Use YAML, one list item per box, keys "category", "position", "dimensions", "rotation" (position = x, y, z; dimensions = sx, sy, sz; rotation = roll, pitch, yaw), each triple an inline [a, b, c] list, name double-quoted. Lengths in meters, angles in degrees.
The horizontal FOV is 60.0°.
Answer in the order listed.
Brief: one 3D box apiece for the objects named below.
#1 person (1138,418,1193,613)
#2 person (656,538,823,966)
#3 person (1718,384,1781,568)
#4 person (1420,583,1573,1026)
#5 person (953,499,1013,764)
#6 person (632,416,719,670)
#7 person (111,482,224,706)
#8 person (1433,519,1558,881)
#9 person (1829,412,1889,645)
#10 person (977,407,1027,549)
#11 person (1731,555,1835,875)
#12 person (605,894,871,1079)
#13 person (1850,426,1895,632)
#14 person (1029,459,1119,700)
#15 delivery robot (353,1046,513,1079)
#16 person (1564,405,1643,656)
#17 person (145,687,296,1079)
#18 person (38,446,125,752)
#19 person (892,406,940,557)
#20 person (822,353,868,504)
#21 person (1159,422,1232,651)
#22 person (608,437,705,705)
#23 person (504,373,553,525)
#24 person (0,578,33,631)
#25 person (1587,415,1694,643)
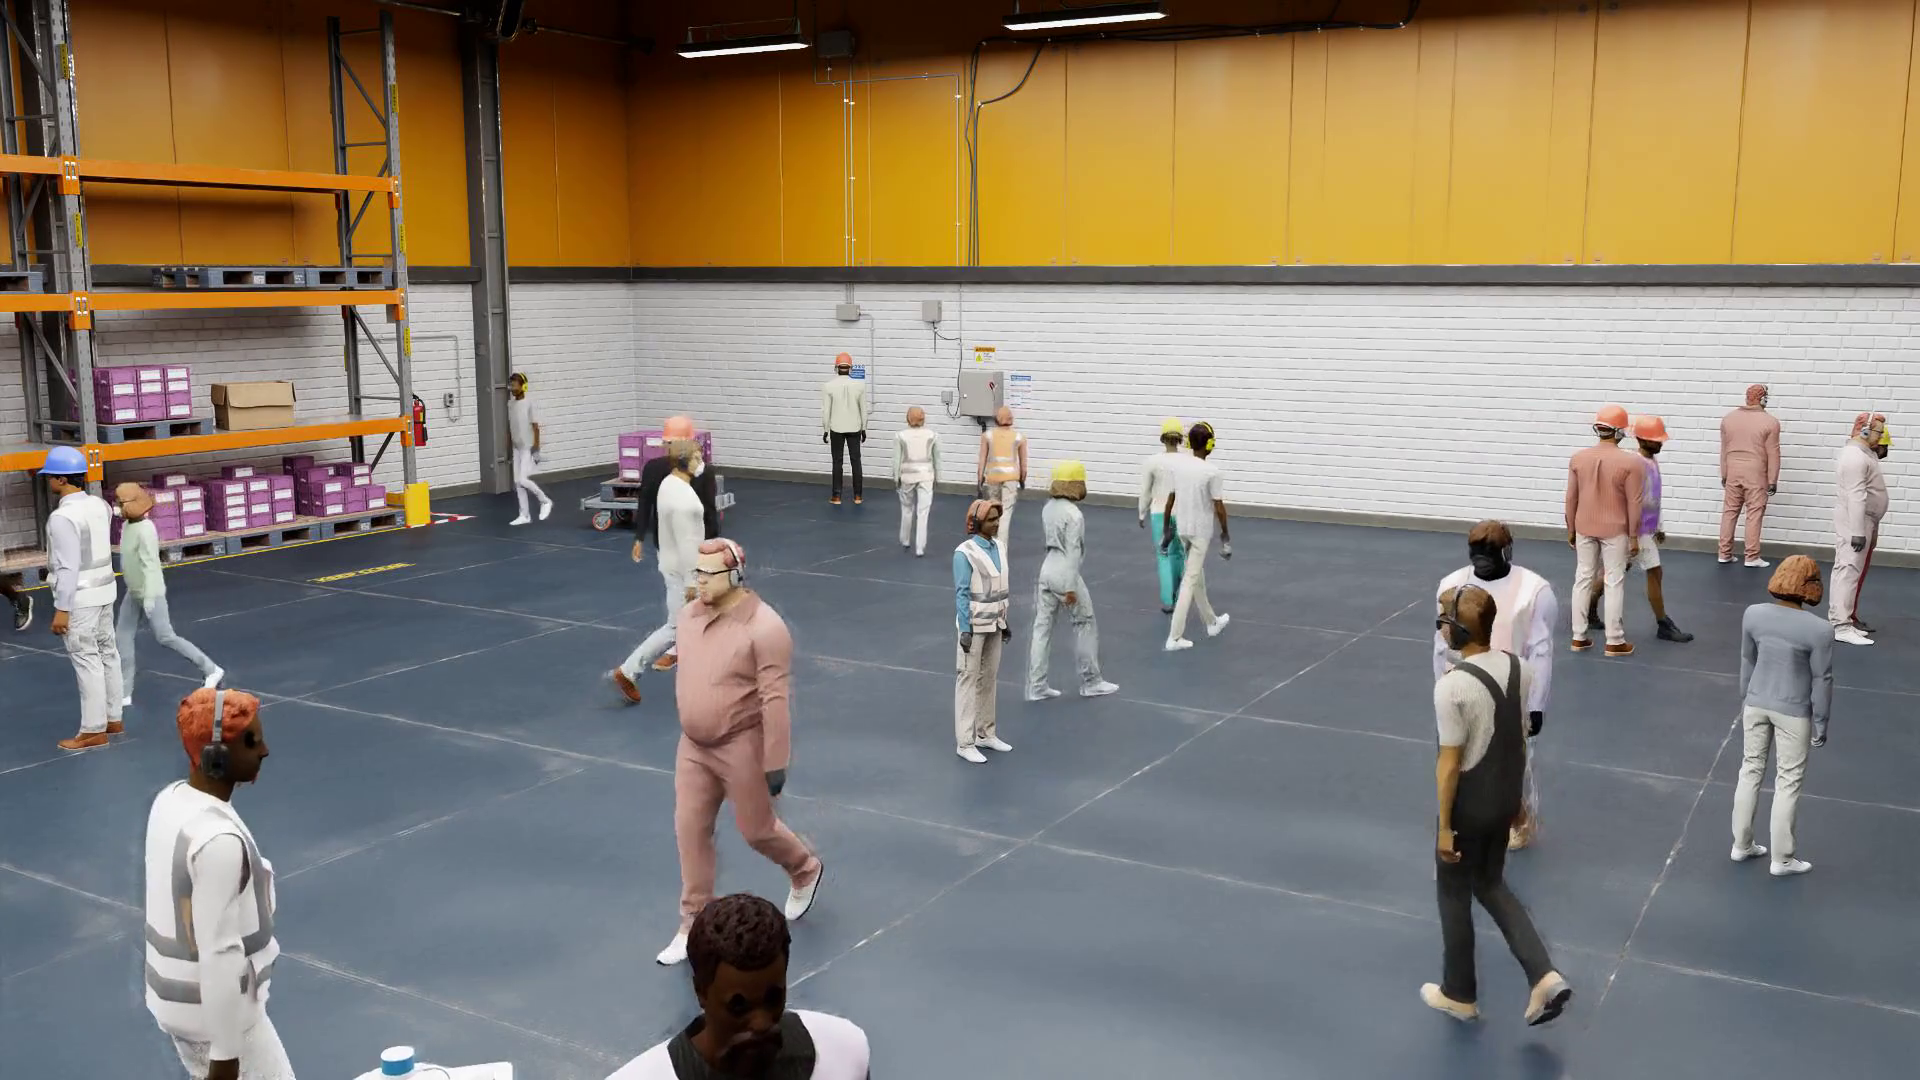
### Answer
- category: "person"
  position: [1.886, -0.243, 15.080]
  dimensions: [0.548, 1.724, 0.852]
  rotation: [0, 9, -2]
- category: "person"
  position: [-0.999, 0.905, 7.491]
  dimensions: [0.651, 1.881, 0.857]
  rotation: [6, 11, 34]
- category: "person"
  position: [8.183, -0.664, 17.219]
  dimensions: [0.403, 1.900, 0.644]
  rotation: [-6, 11, -34]
- category: "person"
  position: [2.095, 1.080, 6.567]
  dimensions: [0.551, 1.826, 0.588]
  rotation: [-5, 10, -30]
- category: "person"
  position: [0.140, 0.554, 10.407]
  dimensions: [0.309, 1.641, 0.512]
  rotation: [6, 11, 33]
- category: "person"
  position: [-2.177, -0.022, 13.061]
  dimensions: [0.620, 1.953, 0.998]
  rotation: [3, 10, 20]
- category: "person"
  position: [-5.668, 0.371, 11.703]
  dimensions: [0.505, 1.599, 0.813]
  rotation: [9, 13, 44]
- category: "person"
  position: [2.713, 0.778, 8.480]
  dimensions: [0.617, 1.815, 0.895]
  rotation: [6, 11, 31]
- category: "person"
  position: [7.400, -0.103, 13.701]
  dimensions: [0.408, 1.903, 0.638]
  rotation: [4, 10, 23]
- category: "person"
  position: [0.455, -0.636, 17.988]
  dimensions: [0.523, 1.585, 0.858]
  rotation: [2, 9, 10]
- category: "person"
  position: [4.172, 0.879, 8.435]
  dimensions: [0.283, 1.624, 0.494]
  rotation: [-5, 11, -31]
- category: "person"
  position: [-0.416, 1.580, 3.222]
  dimensions: [0.587, 1.898, 0.478]
  rotation: [-8, 12, -39]
- category: "person"
  position: [7.691, -0.101, 14.138]
  dimensions: [0.339, 1.757, 0.518]
  rotation: [1, 9, 9]
- category: "person"
  position: [0.810, 0.280, 11.866]
  dimensions: [0.774, 1.712, 0.498]
  rotation: [-6, 11, -31]
- category: "delivery robot"
  position: [-1.784, 1.864, 5.316]
  dimensions: [0.707, 0.478, 0.477]
  rotation: [-3, 9, -16]
- category: "person"
  position: [5.129, -0.078, 13.248]
  dimensions: [0.391, 1.995, 0.613]
  rotation: [-8, 12, -42]
- category: "person"
  position: [-2.154, 1.340, 4.790]
  dimensions: [0.462, 1.870, 0.583]
  rotation: [-8, 12, -42]
- category: "person"
  position: [-5.592, 0.371, 10.590]
  dimensions: [0.392, 1.949, 0.602]
  rotation: [-1, 9, -3]
- category: "person"
  position: [-0.474, -0.645, 18.020]
  dimensions: [0.508, 1.591, 0.837]
  rotation: [0, 9, -1]
- category: "person"
  position: [-1.514, -1.463, 21.897]
  dimensions: [0.608, 1.995, 0.377]
  rotation: [-2, 9, -15]
- category: "person"
  position: [1.988, -0.041, 13.523]
  dimensions: [0.948, 1.824, 0.560]
  rotation: [-8, 12, -41]
- category: "person"
  position: [-2.000, 0.228, 11.628]
  dimensions: [0.905, 1.910, 0.640]
  rotation: [-2, 9, -14]
- category: "person"
  position: [-5.264, -1.105, 20.112]
  dimensions: [0.512, 1.853, 0.454]
  rotation: [7, 12, 39]
- category: "person"
  position: [-8.071, -0.111, 13.593]
  dimensions: [0.624, 1.948, 0.744]
  rotation: [3, 10, 19]
- category: "person"
  position: [5.611, -0.116, 13.857]
  dimensions: [0.981, 1.885, 0.601]
  rotation: [6, 11, 35]
